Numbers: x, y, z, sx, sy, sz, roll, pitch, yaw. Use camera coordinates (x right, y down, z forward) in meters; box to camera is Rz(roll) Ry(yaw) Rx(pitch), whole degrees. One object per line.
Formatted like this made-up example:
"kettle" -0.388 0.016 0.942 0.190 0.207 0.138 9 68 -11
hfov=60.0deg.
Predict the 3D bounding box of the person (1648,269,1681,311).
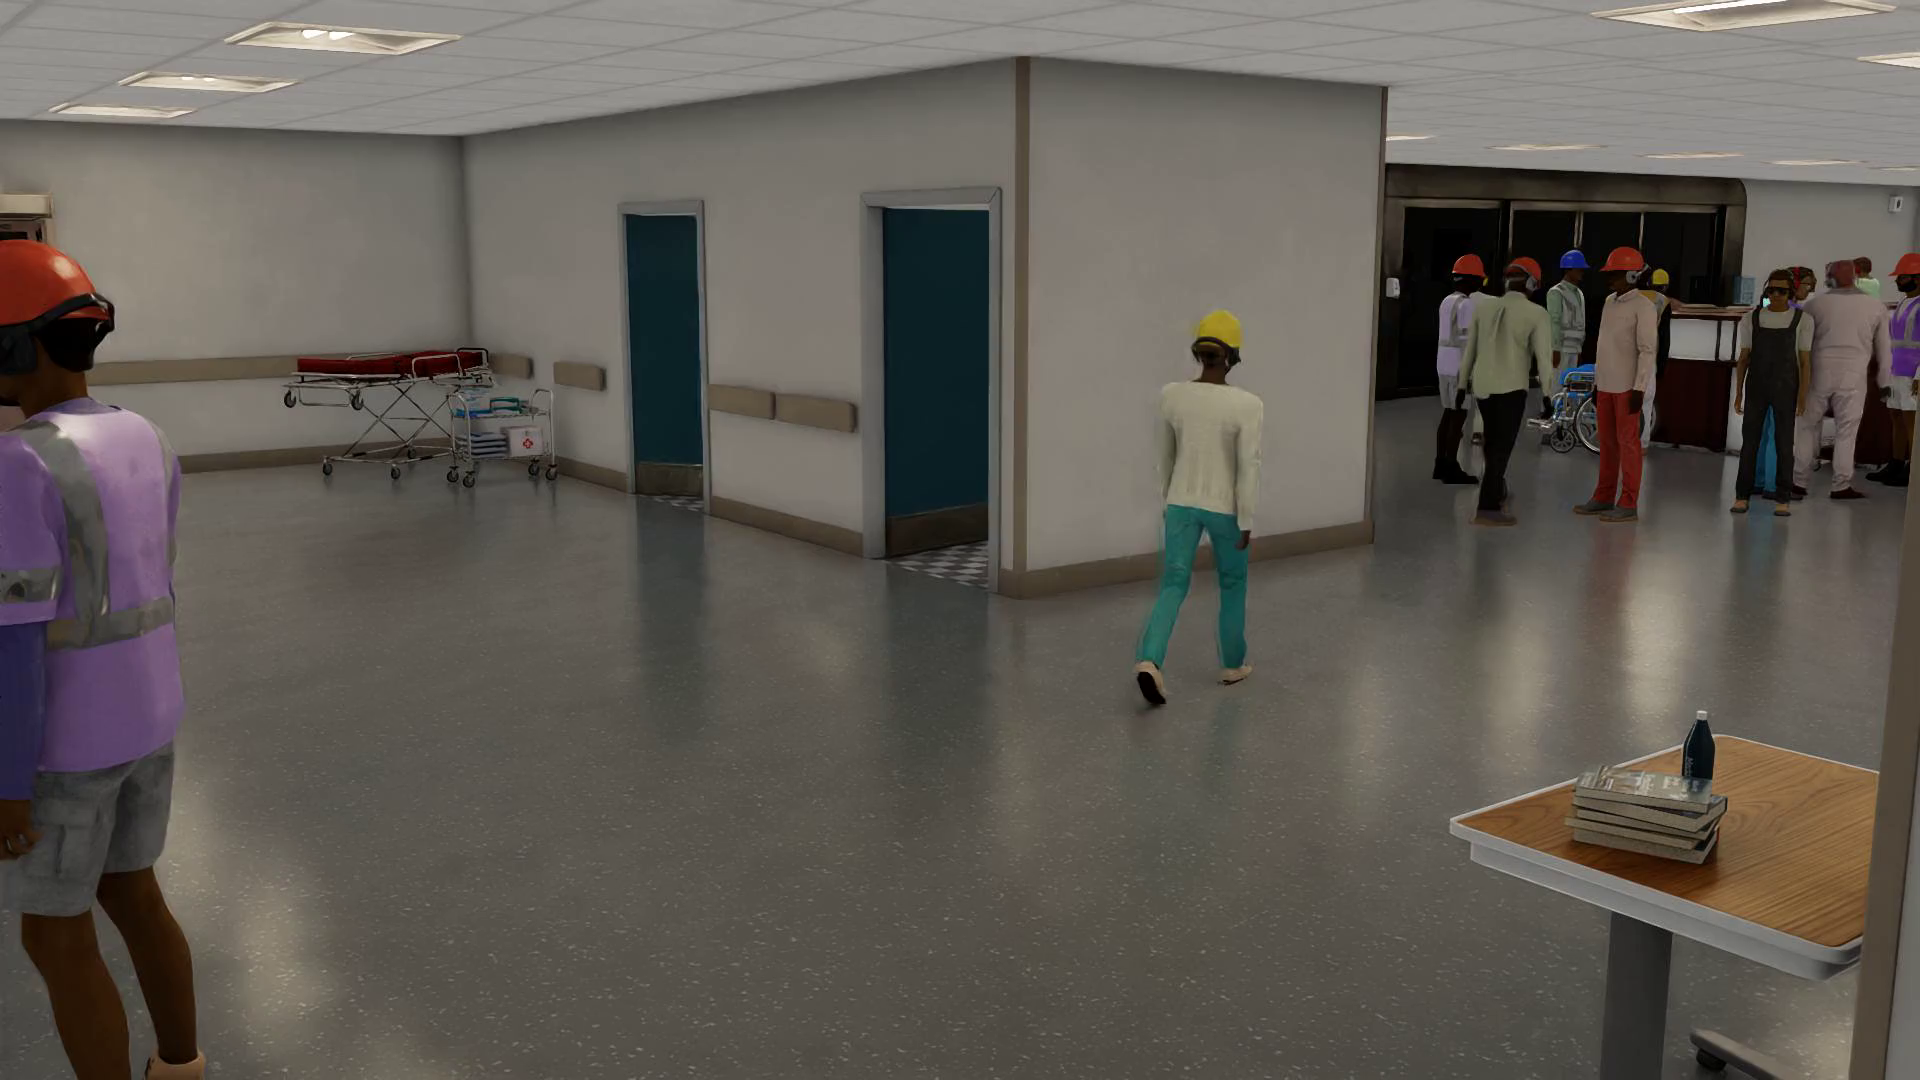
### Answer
"person" 7.842 -2.174 18.705 0.531 1.745 0.684 9 13 41

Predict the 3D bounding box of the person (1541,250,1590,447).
"person" 6.066 -1.916 16.671 0.389 1.949 0.604 9 13 41

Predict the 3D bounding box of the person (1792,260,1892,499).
"person" 6.993 -1.272 13.253 0.771 1.887 0.446 4 11 23

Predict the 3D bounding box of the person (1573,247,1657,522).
"person" 4.813 -1.133 12.156 0.381 1.994 0.619 -2 10 -11

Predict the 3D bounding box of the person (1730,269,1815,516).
"person" 6.043 -1.093 12.391 0.503 1.837 0.350 7 12 35

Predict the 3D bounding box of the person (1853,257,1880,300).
"person" 12.029 -2.844 22.182 0.565 1.838 0.387 -7 12 -35

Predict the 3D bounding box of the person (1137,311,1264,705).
"person" 1.076 -0.150 7.384 0.523 1.734 0.861 6 12 29

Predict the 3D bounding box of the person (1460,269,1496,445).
"person" 5.211 -1.882 16.869 0.553 1.823 0.990 2 10 10

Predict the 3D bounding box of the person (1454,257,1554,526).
"person" 4.023 -1.093 12.161 0.992 1.901 0.710 -9 13 -40

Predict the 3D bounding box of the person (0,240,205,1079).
"person" -1.868 0.396 3.516 0.409 2.028 0.616 0 10 1

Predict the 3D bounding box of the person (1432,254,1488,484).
"person" 4.236 -1.439 14.069 0.389 1.928 0.550 -1 10 -4

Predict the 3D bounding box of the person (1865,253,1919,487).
"person" 7.884 -1.413 13.885 0.366 1.935 0.552 1 10 5

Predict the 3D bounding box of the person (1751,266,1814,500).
"person" 6.490 -1.240 13.193 0.374 1.839 0.569 0 10 0

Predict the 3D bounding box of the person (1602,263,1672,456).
"person" 6.435 -1.716 15.888 0.626 1.837 0.429 4 11 24
